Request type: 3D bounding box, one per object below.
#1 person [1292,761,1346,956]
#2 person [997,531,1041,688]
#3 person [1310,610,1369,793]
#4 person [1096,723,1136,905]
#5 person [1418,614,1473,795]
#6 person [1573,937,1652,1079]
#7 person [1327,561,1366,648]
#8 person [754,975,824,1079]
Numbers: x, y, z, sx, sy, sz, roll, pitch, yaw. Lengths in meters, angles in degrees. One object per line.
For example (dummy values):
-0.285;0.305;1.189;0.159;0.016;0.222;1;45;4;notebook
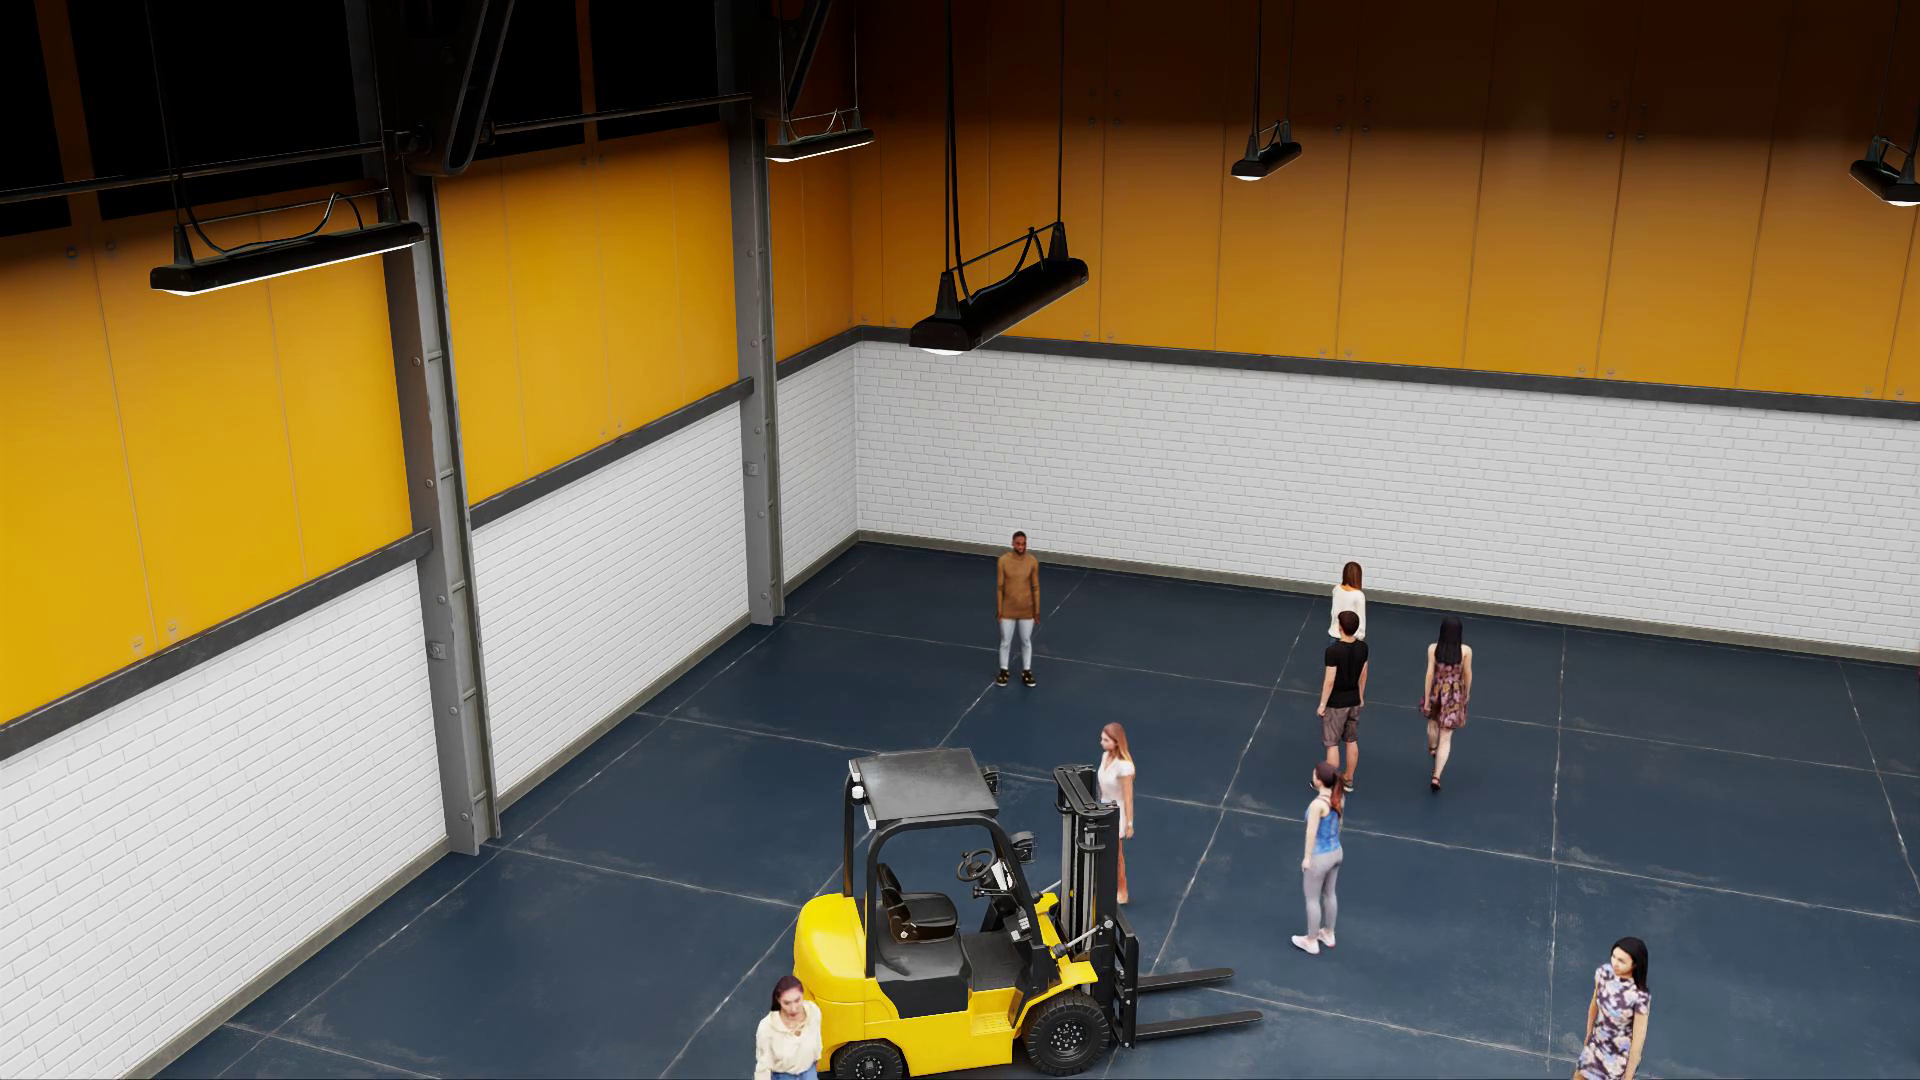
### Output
2.921;2.544;13.348;0.602;1.604;0.701;-15;24;-38;person
0.630;0.754;18.341;0.706;1.810;0.683;0;19;1;person
3.651;1.549;15.899;0.754;1.861;0.823;-9;21;-25;person
1.373;2.307;13.929;0.786;1.681;0.719;-7;20;-19;person
4.659;1.603;15.948;0.618;1.728;1.108;7;20;19;person
4.302;3.331;10.821;0.779;1.725;0.731;-10;21;-27;person
4.102;1.028;17.733;0.735;1.677;0.704;-12;22;-31;person
-1.122;3.463;10.644;1.156;1.587;1.169;-10;21;-27;person
